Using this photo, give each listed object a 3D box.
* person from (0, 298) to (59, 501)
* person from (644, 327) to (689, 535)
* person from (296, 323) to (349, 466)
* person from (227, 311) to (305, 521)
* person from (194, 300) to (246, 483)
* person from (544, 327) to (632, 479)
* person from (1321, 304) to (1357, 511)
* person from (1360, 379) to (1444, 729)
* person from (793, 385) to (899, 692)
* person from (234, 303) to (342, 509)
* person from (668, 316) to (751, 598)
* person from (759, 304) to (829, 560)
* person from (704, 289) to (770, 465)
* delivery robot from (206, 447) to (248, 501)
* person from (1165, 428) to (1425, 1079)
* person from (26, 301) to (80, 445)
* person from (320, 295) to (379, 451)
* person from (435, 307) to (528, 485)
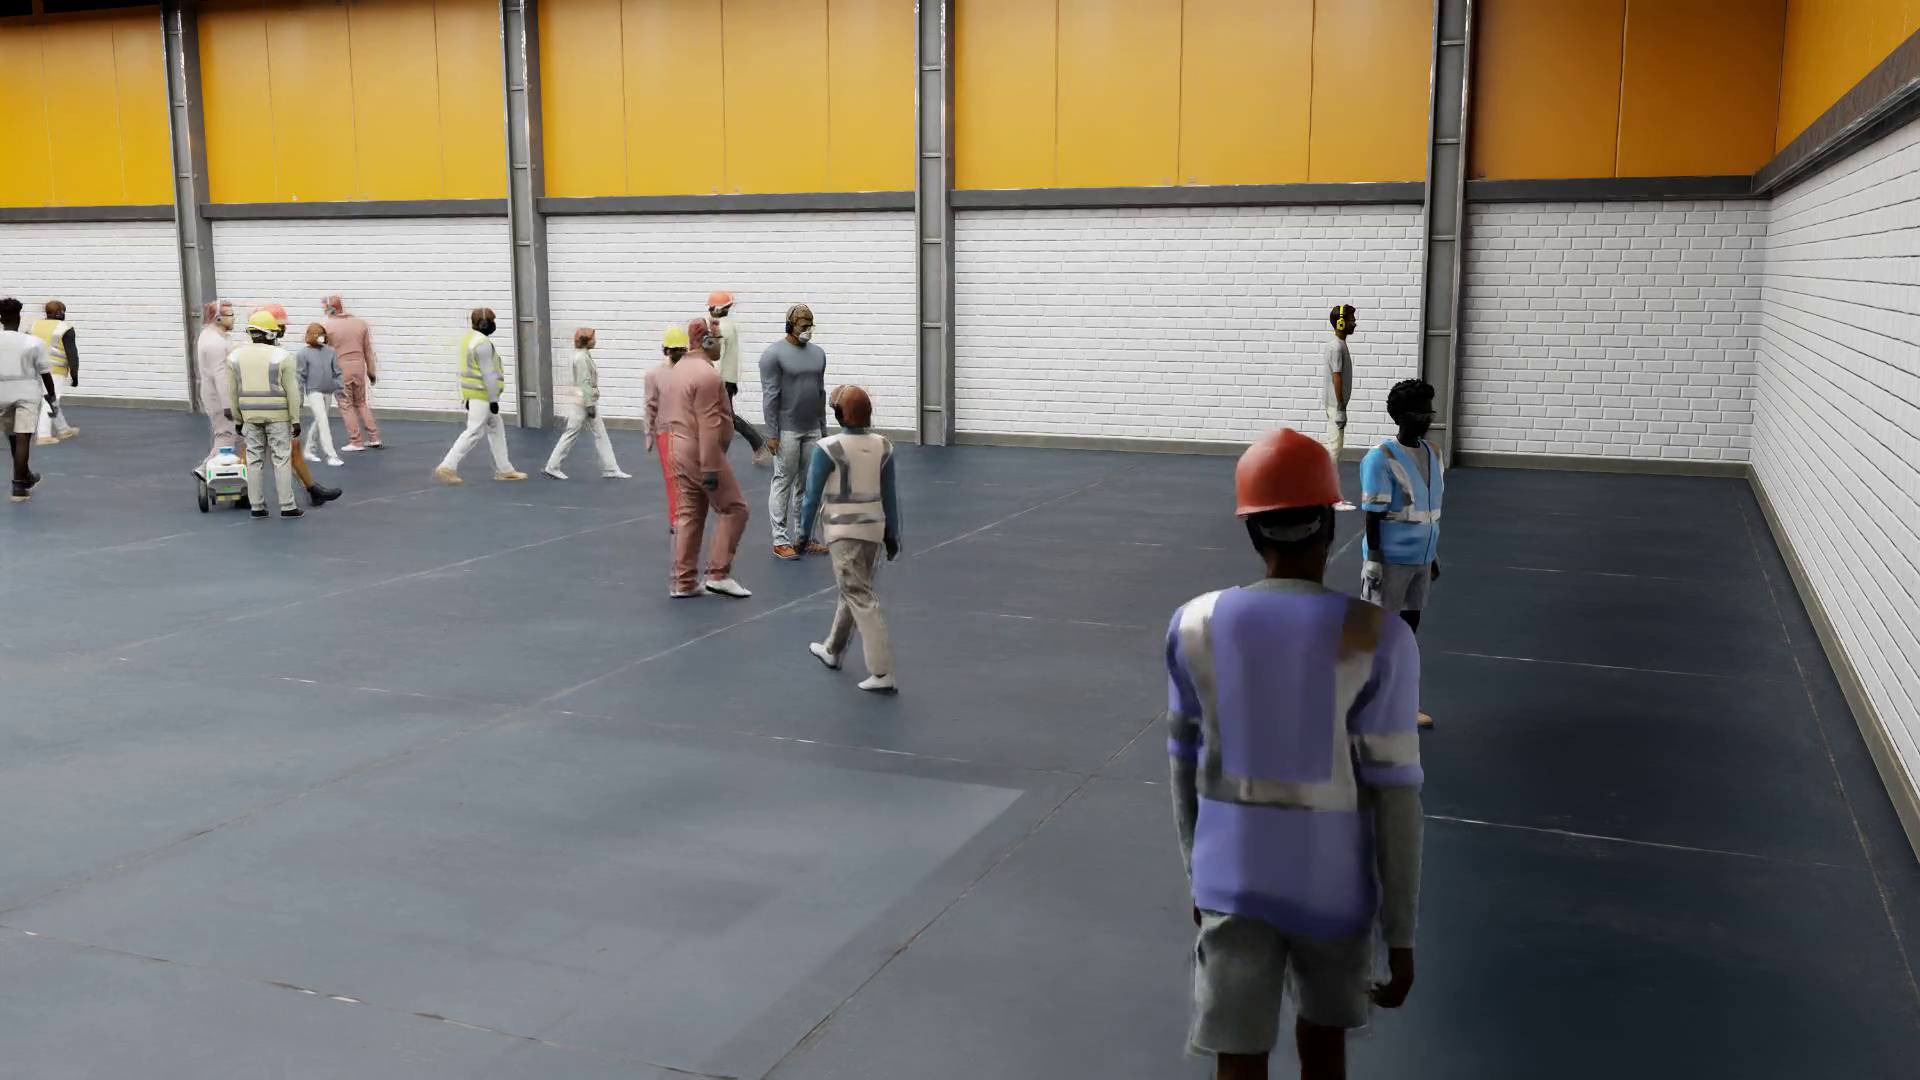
[{"bbox_3d":[-9.015,-1.357,15.943,0.624,1.909,0.992,-2,10,-11],"label":"person"},{"bbox_3d":[-2.233,-0.840,13.377,0.543,1.720,0.891,-5,11,-27],"label":"person"},{"bbox_3d":[-7.176,-1.638,18.635,0.839,1.592,0.502,6,11,30],"label":"person"},{"bbox_3d":[-6.036,-1.076,14.500,0.602,1.828,0.404,0,9,2],"label":"person"},{"bbox_3d":[-7.066,-1.348,15.943,0.436,1.892,0.677,-4,10,-25],"label":"person"},{"bbox_3d":[-3.917,-1.409,17.259,0.879,1.602,0.522,-1,9,-4],"label":"person"},{"bbox_3d":[3.464,-1.204,15.168,0.328,1.868,0.511,1,9,7],"label":"person"},{"bbox_3d":[2.093,0.083,7.876,0.540,1.695,0.317,-8,12,-38],"label":"person"},{"bbox_3d":[-0.594,-0.020,8.819,0.518,1.592,0.874,-9,13,-44],"label":"person"},{"bbox_3d":[-6.235,-1.210,15.175,0.997,1.880,0.551,0,9,2],"label":"person"},{"bbox_3d":[-1.646,-0.535,11.066,0.600,1.885,0.661,-5,11,-29],"label":"person"},{"bbox_3d":[-1.235,-0.823,12.657,0.373,1.935,0.628,8,12,40],"label":"person"},{"bbox_3d":[-2.547,-1.788,18.417,0.895,1.968,0.622,1,9,6],"label":"person"},{"bbox_3d":[-6.726,-0.612,15.258,0.477,0.478,0.707,-4,10,-23],"label":"delivery robot"},{"bbox_3d":[0.681,0.722,3.475,0.554,1.886,0.934,4,10,21],"label":"person"},{"bbox_3d":[-11.402,-2.110,20.952,0.635,1.776,0.948,2,10,12],"label":"person"},{"bbox_3d":[-7.363,-1.985,19.896,0.416,1.869,0.713,7,11,35],"label":"person"},{"bbox_3d":[-4.937,-1.467,16.961,0.909,1.814,0.640,-5,10,-25],"label":"person"}]
